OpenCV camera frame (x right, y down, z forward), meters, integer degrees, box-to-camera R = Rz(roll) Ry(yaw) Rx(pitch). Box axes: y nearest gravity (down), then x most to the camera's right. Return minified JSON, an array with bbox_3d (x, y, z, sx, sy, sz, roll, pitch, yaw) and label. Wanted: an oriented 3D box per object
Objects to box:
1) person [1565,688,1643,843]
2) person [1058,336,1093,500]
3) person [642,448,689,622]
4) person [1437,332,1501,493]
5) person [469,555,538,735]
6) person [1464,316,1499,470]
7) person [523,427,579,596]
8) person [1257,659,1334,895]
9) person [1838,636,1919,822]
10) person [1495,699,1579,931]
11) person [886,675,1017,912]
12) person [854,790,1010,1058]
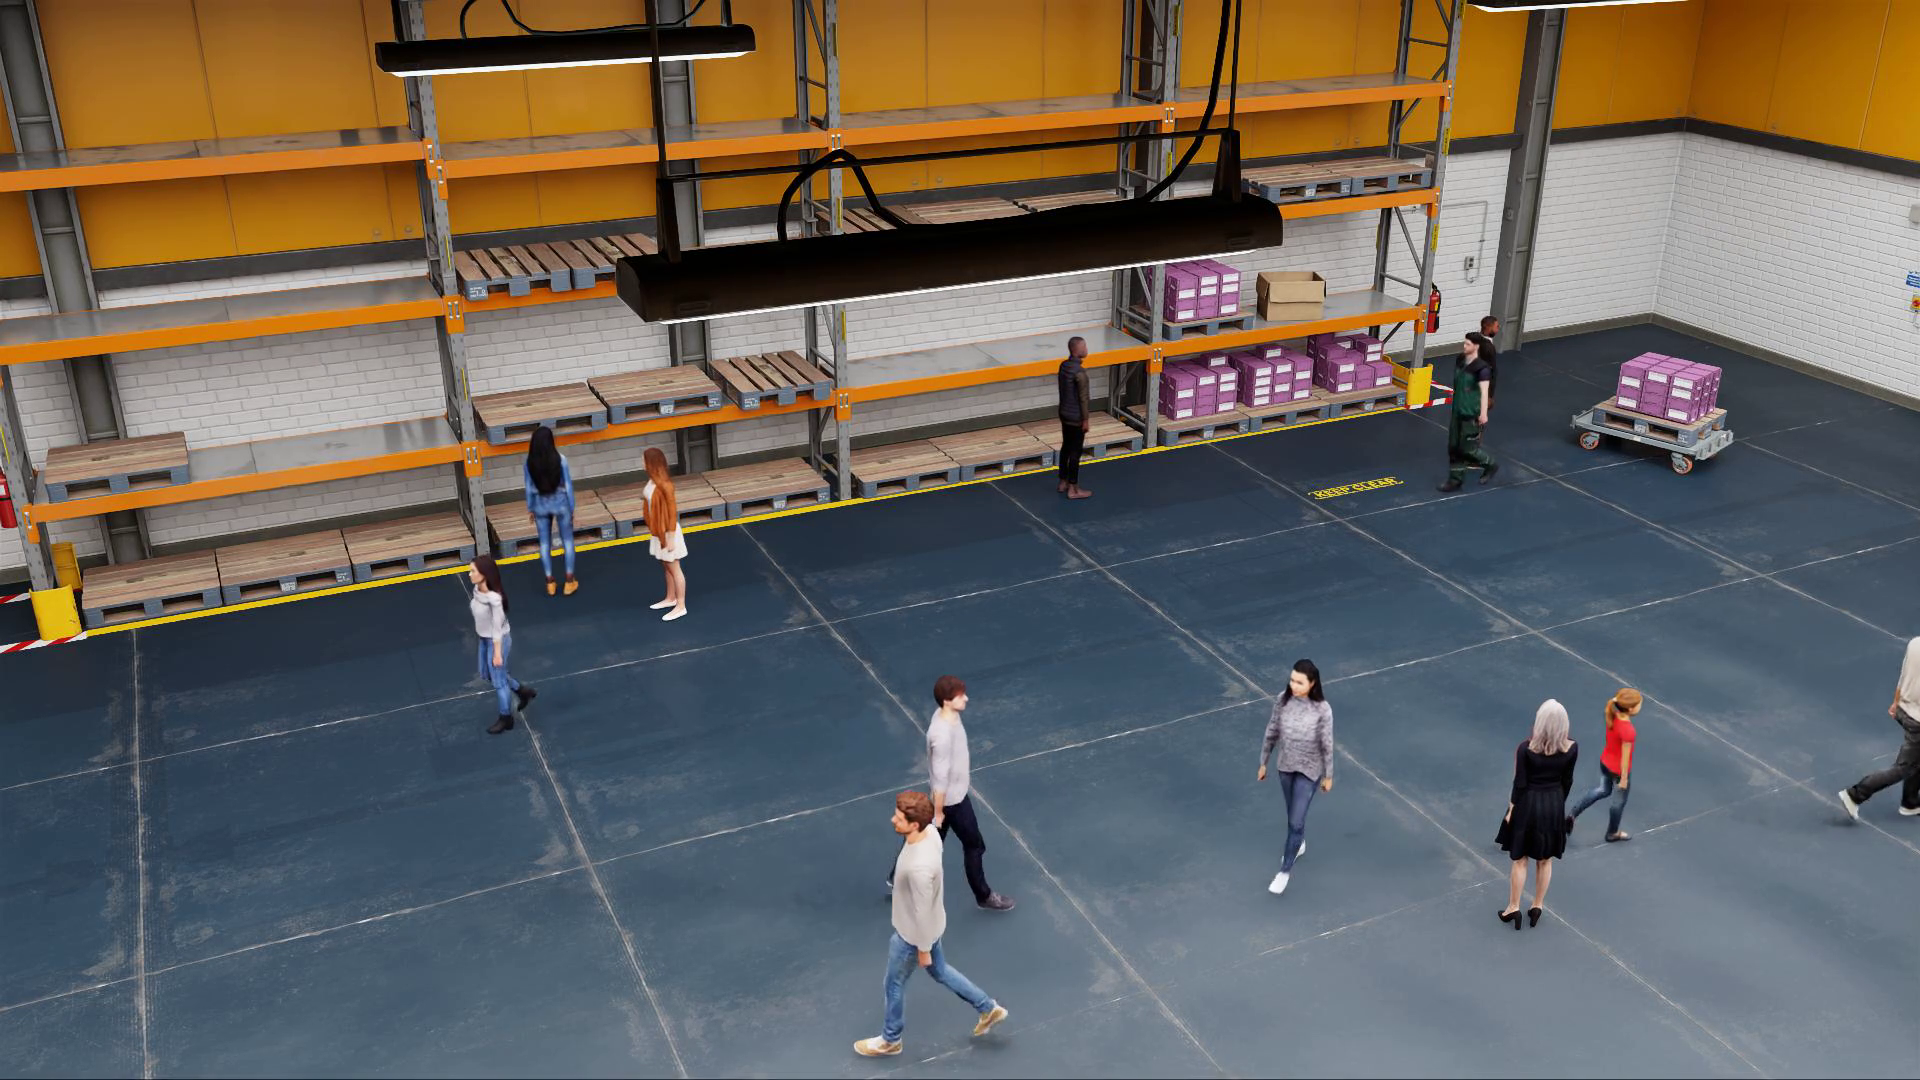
[{"bbox_3d":[4.763,1.672,12.250,0.838,1.292,0.621,-3,24,-7],"label":"person"},{"bbox_3d":[1.260,-1.375,18.541,0.578,1.837,0.700,-9,25,-19],"label":"person"},{"bbox_3d":[-2.777,-0.086,15.743,0.573,1.715,0.622,-12,26,-26],"label":"person"},{"bbox_3d":[5.755,-1.425,18.599,0.953,1.880,0.750,-8,25,-17],"label":"person"},{"bbox_3d":[-3.767,0.836,13.752,0.718,1.621,0.658,-13,27,-28],"label":"person"},{"bbox_3d":[6.052,-1.733,19.403,0.633,1.802,0.701,-5,24,-12],"label":"person"},{"bbox_3d":[-3.969,-0.271,16.184,0.625,1.700,0.759,-1,24,-2],"label":"person"},{"bbox_3d":[2.472,1.599,11.900,0.912,1.705,1.080,18,30,36],"label":"person"},{"bbox_3d":[7.074,1.335,12.408,1.167,1.783,0.940,0,24,-1],"label":"person"},{"bbox_3d":[3.908,1.853,11.268,0.613,1.747,0.731,-2,24,-4],"label":"person"},{"bbox_3d":[-0.159,1.751,11.435,1.264,1.800,1.051,2,24,5],"label":"person"},{"bbox_3d":[-0.158,2.325,10.030,1.278,1.873,1.053,2,24,4],"label":"person"}]
